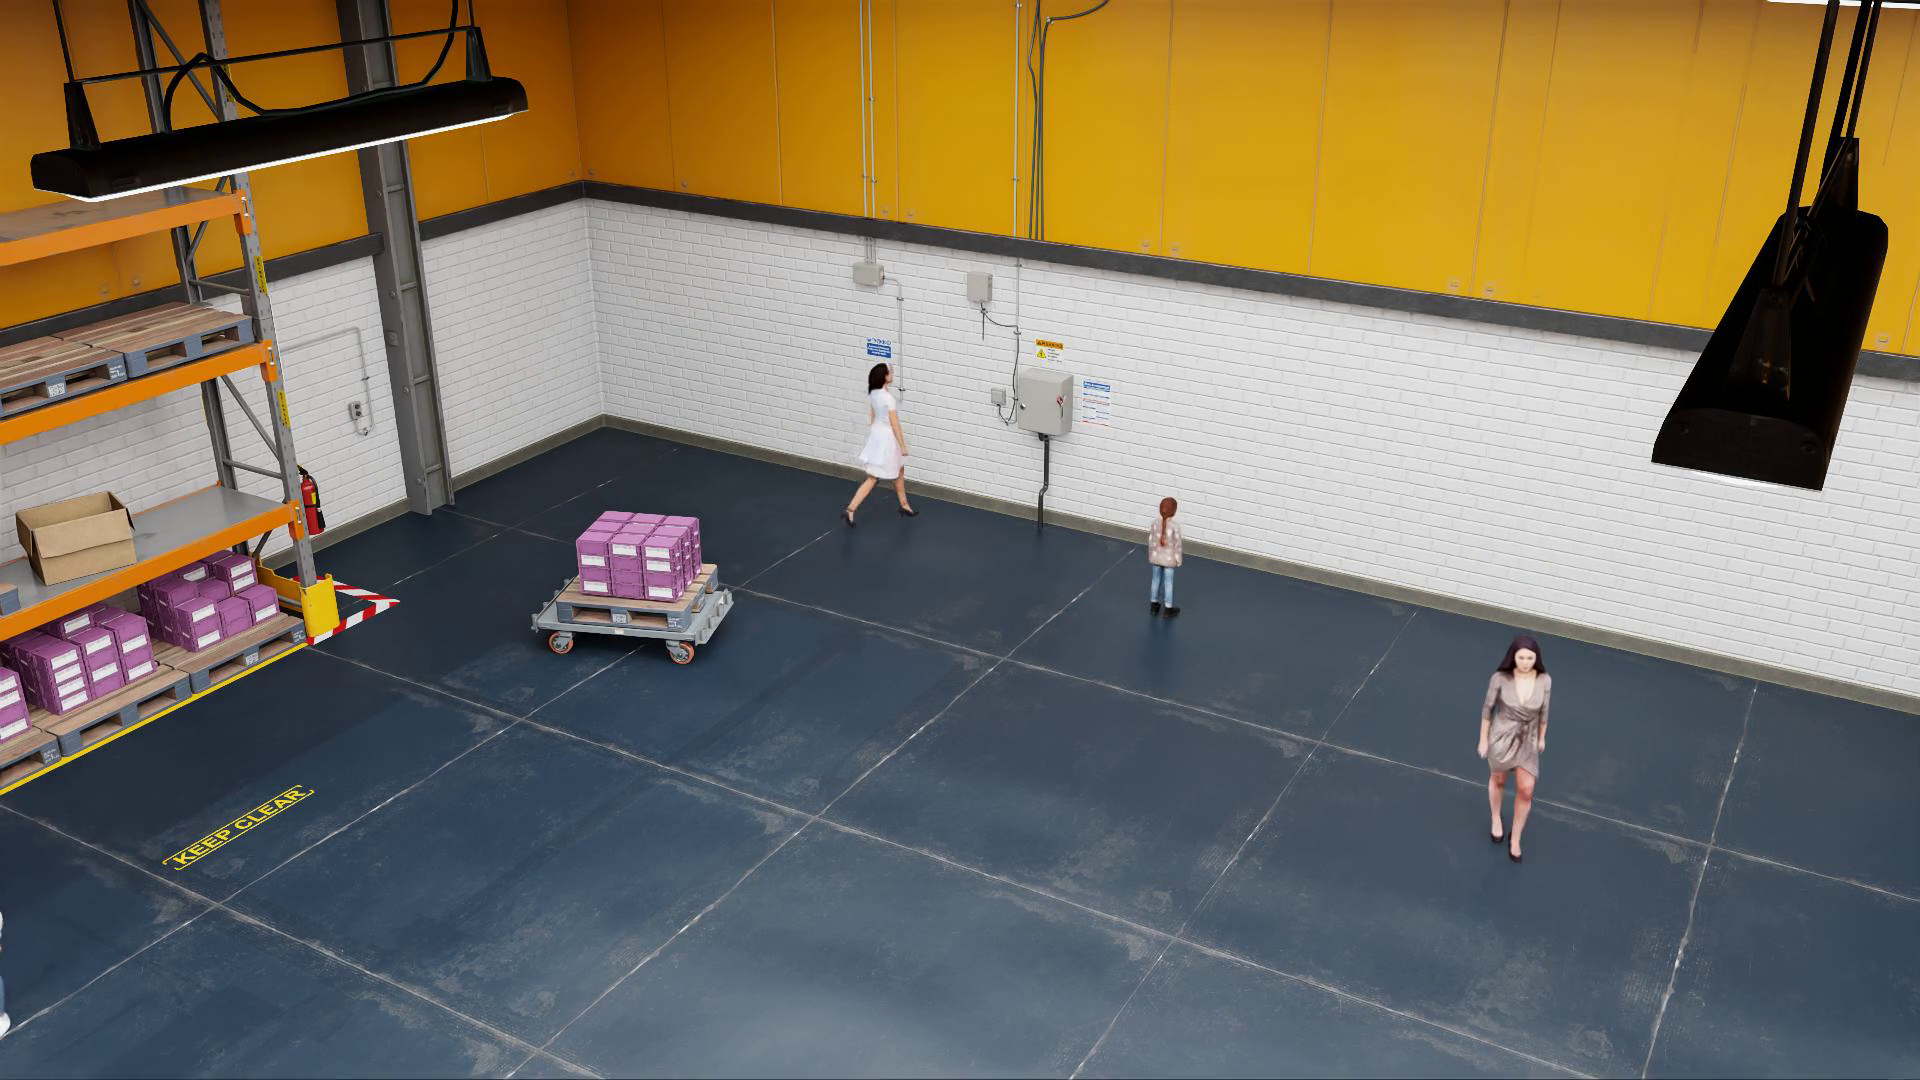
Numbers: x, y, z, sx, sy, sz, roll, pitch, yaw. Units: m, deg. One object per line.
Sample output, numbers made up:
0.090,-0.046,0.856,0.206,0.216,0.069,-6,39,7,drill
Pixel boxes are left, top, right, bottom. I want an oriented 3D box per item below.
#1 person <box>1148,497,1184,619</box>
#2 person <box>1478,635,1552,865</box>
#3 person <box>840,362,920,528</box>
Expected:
1.920,0.155,15.635,0.487,1.194,0.448,14,27,28,person
3.997,1.430,12.055,0.772,1.726,0.853,4,24,9,person
-0.866,-0.935,17.402,1.270,1.775,1.085,-11,26,-24,person
